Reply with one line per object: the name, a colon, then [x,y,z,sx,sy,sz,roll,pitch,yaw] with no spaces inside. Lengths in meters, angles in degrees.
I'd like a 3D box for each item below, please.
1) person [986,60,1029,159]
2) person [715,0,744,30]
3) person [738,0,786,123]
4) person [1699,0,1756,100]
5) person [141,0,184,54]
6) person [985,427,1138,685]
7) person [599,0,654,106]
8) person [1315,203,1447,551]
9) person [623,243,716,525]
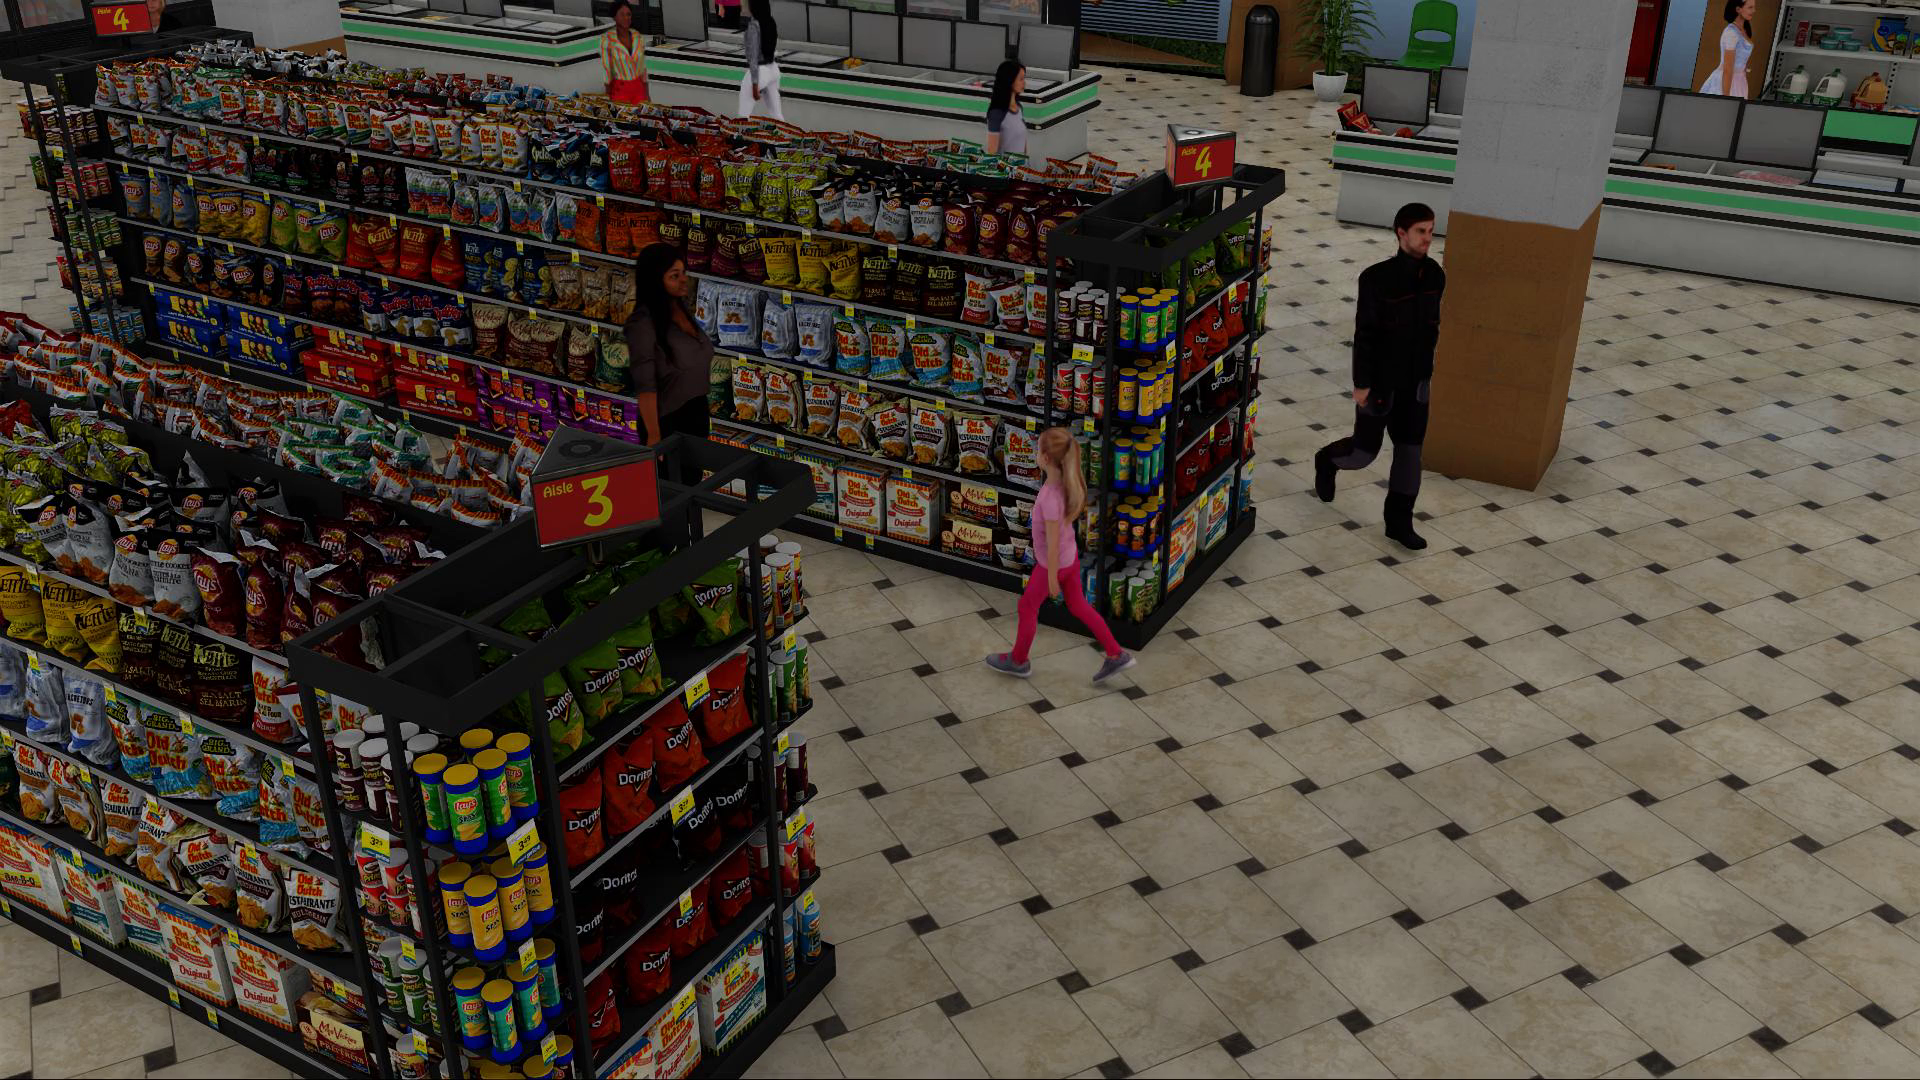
person: [0.305,-2.795,12.722,0.970,1.676,0.665,12,29,22]
person: [-2.759,-6.336,19.680,0.553,1.699,0.569,14,30,26]
person: [-1.783,-4.280,15.638,1.068,1.686,0.621,14,30,26]
person: [6.801,-3.940,14.822,0.714,1.818,0.692,16,31,29]
person: [-7.615,-4.458,16.009,0.625,1.668,0.735,0,27,0]
person: [0.502,0.096,7.490,0.918,1.253,0.576,9,28,17]
person: [-2.994,-3.897,14.781,0.729,1.780,0.862,-21,34,-35]
person: [2.228,-0.877,8.784,1.084,1.817,1.198,-12,29,-22]
person: [-1.412,-0.557,8.127,0.669,1.840,0.706,8,28,15]
